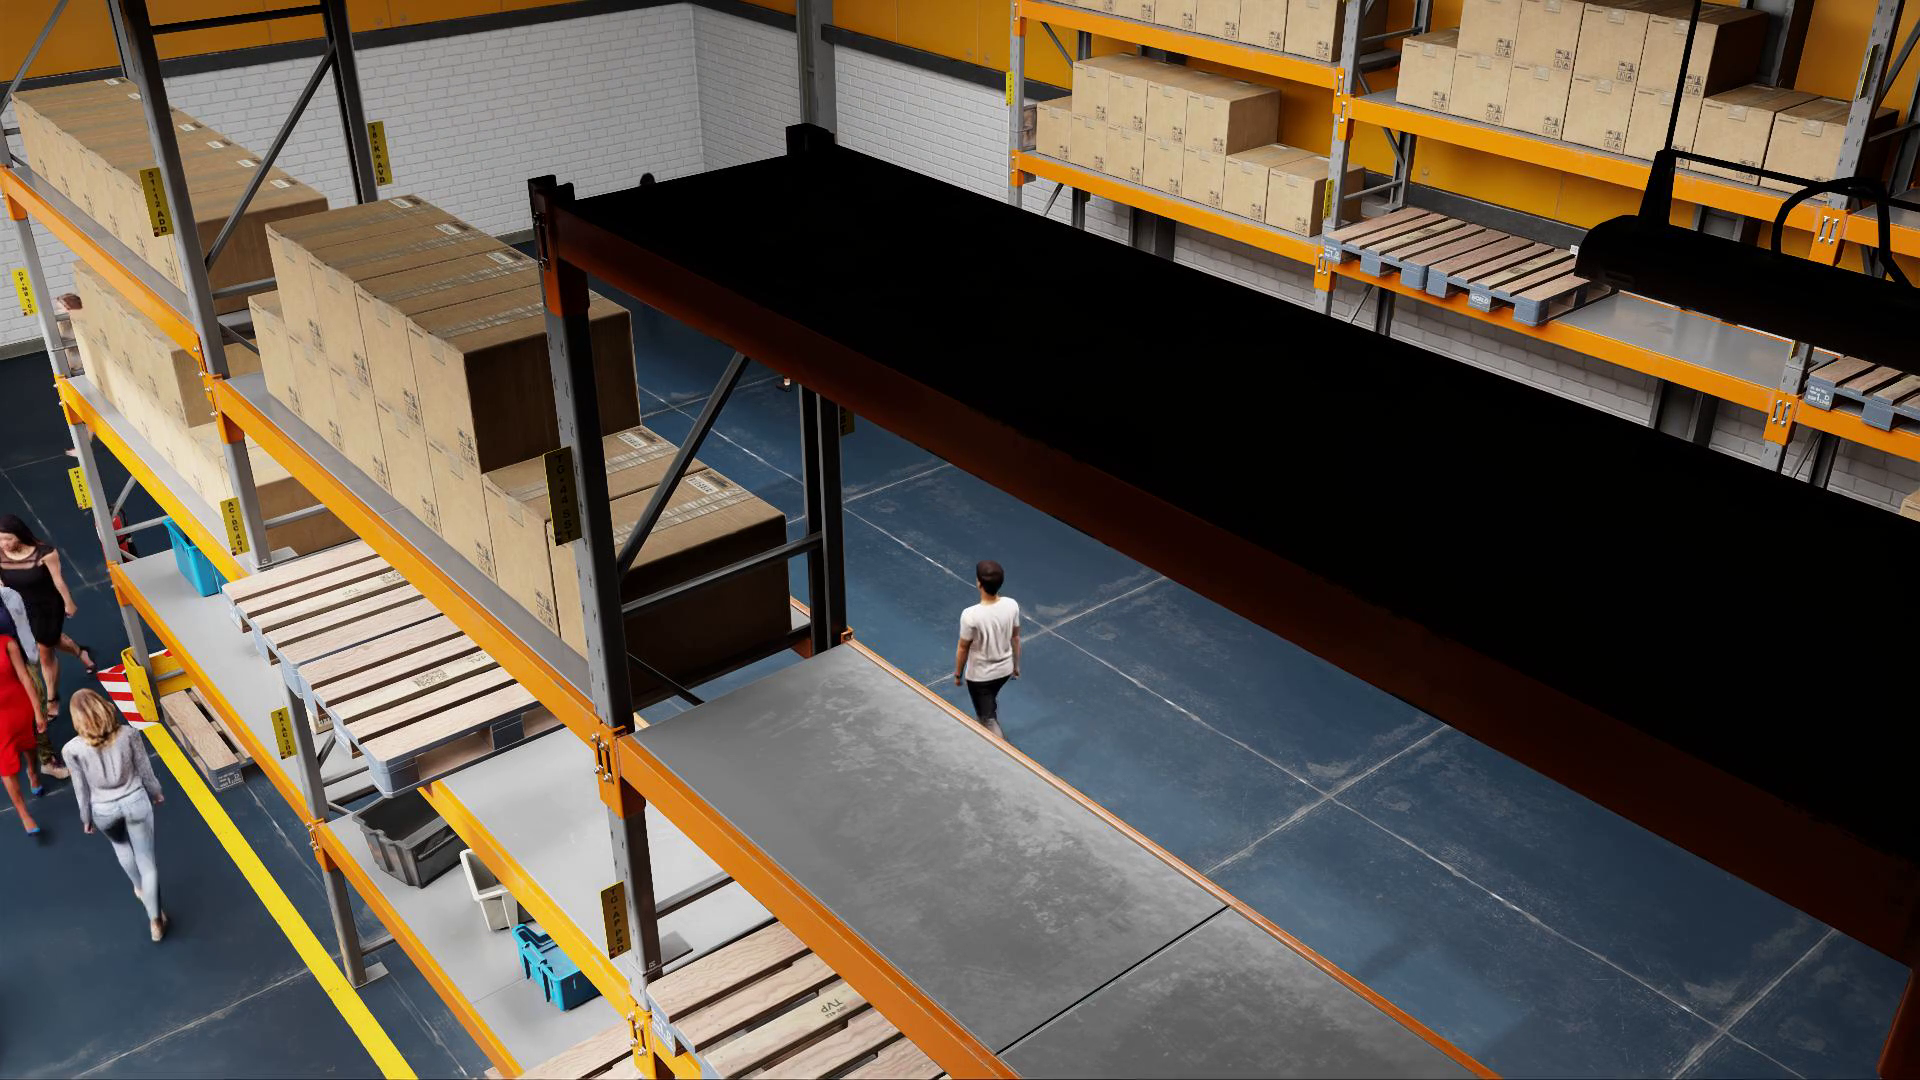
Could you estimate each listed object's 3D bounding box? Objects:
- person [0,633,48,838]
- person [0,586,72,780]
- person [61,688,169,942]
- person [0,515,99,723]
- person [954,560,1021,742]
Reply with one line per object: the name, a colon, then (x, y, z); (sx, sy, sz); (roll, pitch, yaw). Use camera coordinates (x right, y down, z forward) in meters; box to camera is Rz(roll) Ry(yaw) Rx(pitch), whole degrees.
person: (-6.617, 1.150, 11.545); (0.639, 1.703, 1.087); (-19, 34, -31)
person: (-6.855, 0.930, 11.856); (1.089, 1.792, 0.923); (12, 31, 21)
person: (-5.217, 1.750, 10.373); (0.728, 1.772, 0.903); (-14, 32, -24)
person: (-6.995, 0.512, 12.740); (1.064, 1.679, 1.126); (2, 29, 4)
person: (0.239, 0.960, 11.909); (0.742, 1.689, 1.102); (-16, 33, -27)
